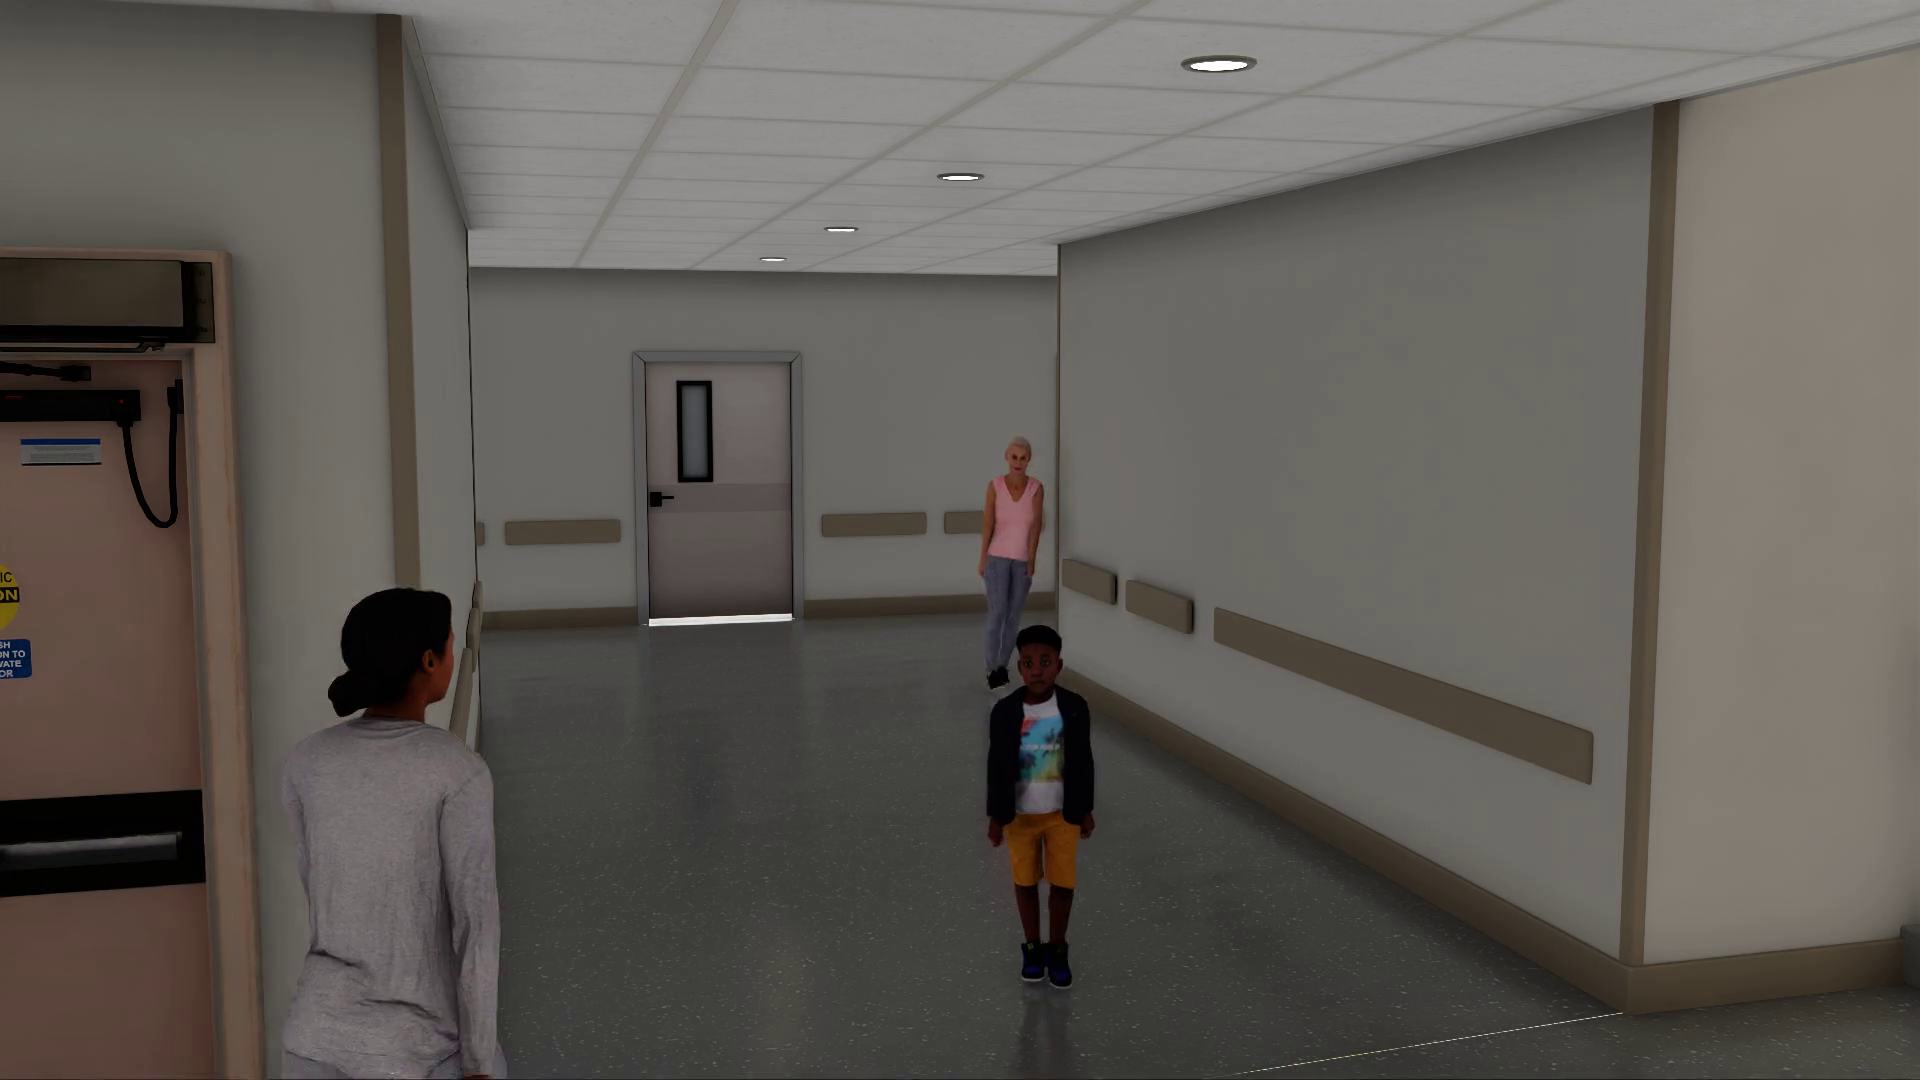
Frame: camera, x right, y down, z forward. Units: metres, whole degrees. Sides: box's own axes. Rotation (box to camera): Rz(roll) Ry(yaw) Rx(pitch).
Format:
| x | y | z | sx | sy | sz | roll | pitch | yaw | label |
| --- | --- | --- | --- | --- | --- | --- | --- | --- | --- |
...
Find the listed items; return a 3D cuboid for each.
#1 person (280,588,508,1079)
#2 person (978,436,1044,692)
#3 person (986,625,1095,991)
| x | y | z | sx | sy | sz | roll | pitch | yaw | label |
| --- | --- | --- | --- | --- | --- | --- | --- | --- | --- |
| -1.115 | 0.975 | 3.099 | 1.130 | 1.695 | 1.066 | 2 | 6 | 15 | person |
| 0.341 | 0.159 | 11.253 | 0.818 | 1.688 | 0.721 | 0 | 6 | -3 | person |
| 0.288 | 0.915 | 5.863 | 0.539 | 1.261 | 0.650 | 0 | 6 | 2 | person |
